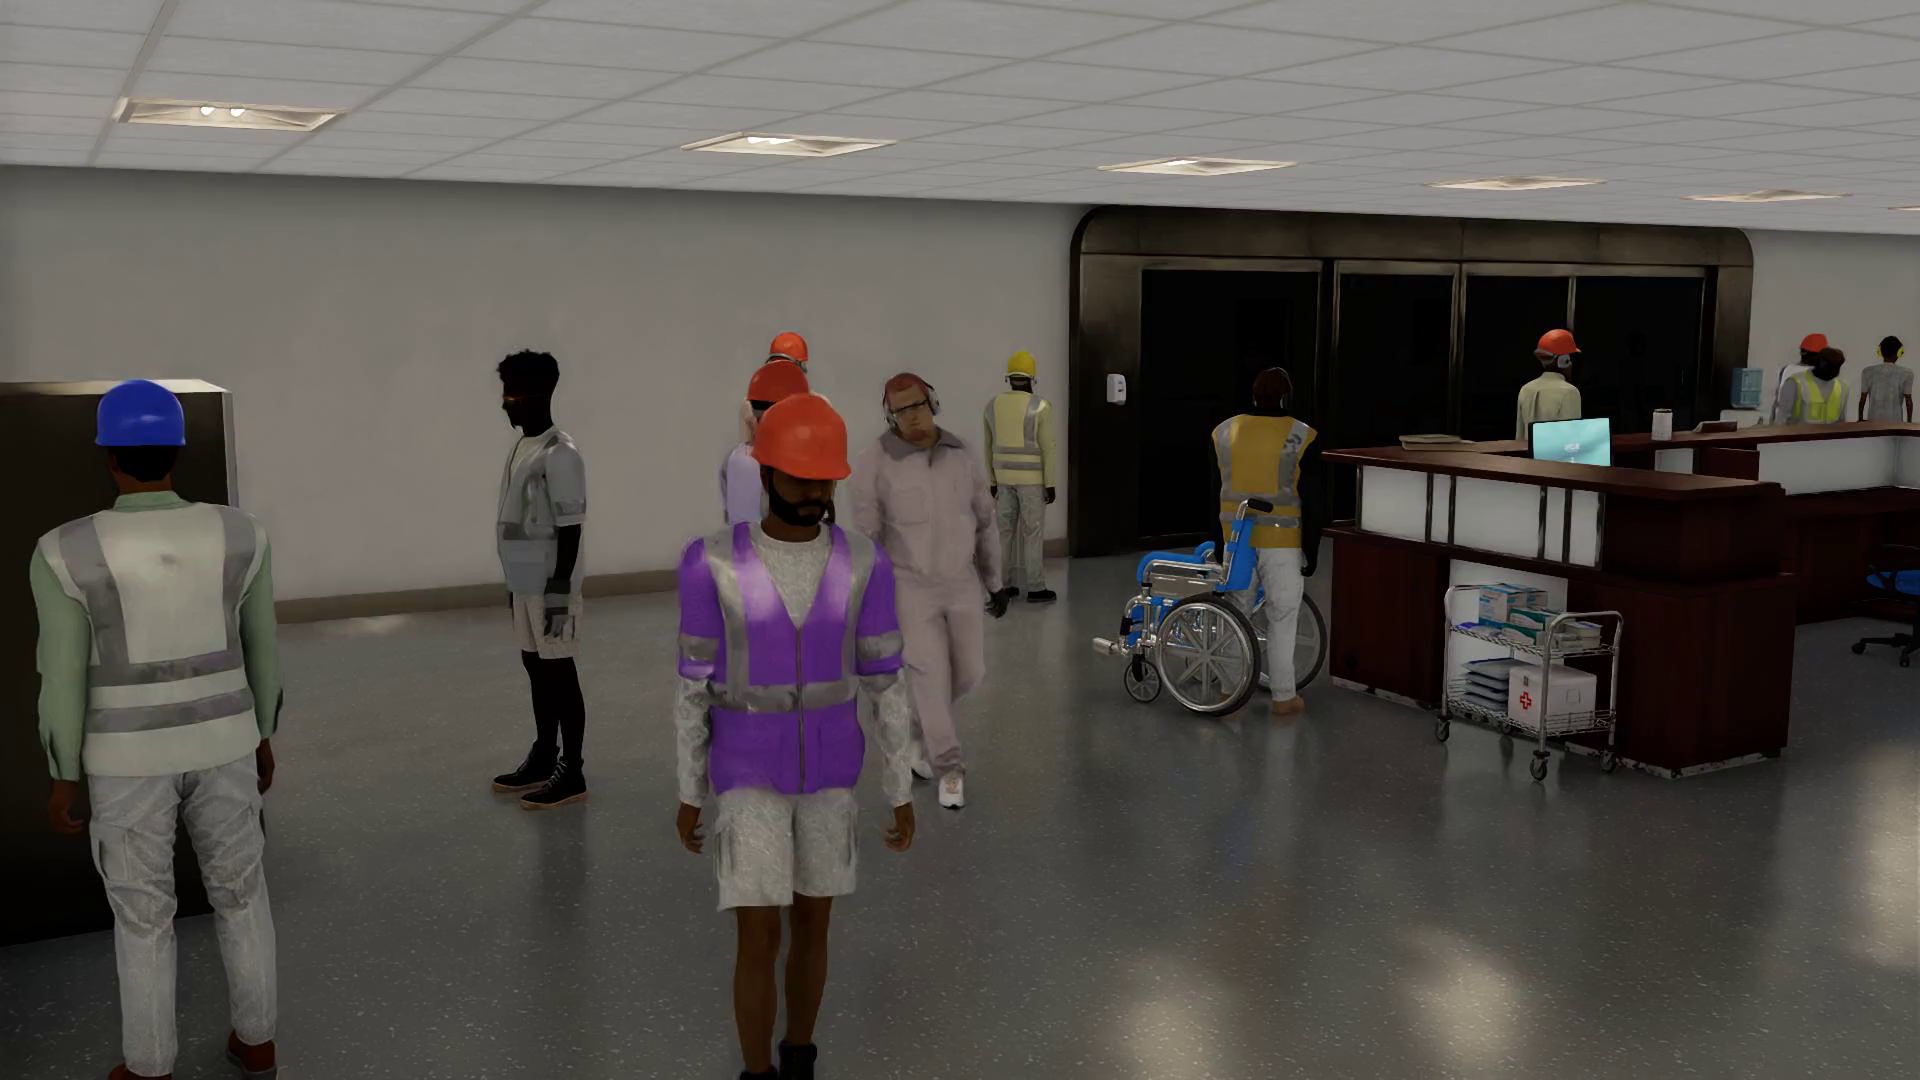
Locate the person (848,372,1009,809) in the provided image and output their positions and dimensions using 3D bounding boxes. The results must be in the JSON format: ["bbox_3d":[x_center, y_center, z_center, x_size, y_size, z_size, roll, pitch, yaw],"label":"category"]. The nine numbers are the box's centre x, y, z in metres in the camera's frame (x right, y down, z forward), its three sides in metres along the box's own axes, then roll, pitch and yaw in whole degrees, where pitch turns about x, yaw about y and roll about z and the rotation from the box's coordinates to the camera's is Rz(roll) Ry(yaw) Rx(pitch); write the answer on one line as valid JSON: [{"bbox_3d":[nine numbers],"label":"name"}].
[{"bbox_3d":[-0.137,0.204,7.248,0.704,1.867,0.622,-5,9,-31],"label":"person"}]

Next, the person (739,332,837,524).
[{"bbox_3d":[-1.047,-0.274,10.221,0.617,1.994,0.381,1,8,9],"label":"person"}]

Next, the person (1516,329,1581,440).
[{"bbox_3d":[4.131,-0.468,11.620,0.374,1.997,0.608,-3,8,-20],"label":"person"}]

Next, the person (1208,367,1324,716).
[{"bbox_3d":[1.614,0.009,8.771,0.625,1.838,0.430,5,9,30],"label":"person"}]

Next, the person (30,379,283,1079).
[{"bbox_3d":[-2.112,0.550,4.425,0.605,1.949,0.400,-7,10,-41],"label":"person"}]

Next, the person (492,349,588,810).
[{"bbox_3d":[-1.809,0.164,7.161,0.367,1.966,0.605,-5,10,-34],"label":"person"}]

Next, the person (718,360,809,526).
[{"bbox_3d":[-0.746,0.235,6.791,0.384,1.929,0.549,-7,10,-40],"label":"person"}]

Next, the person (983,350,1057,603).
[{"bbox_3d":[0.459,-0.457,12.121,0.594,1.837,0.404,5,9,34],"label":"person"}]

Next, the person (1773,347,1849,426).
[{"bbox_3d":[7.730,-0.871,15.240,0.699,1.806,0.691,0,8,-4],"label":"person"}]

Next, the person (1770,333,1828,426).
[{"bbox_3d":[8.353,-1.129,16.756,0.686,1.910,0.585,-2,8,-15],"label":"person"}]

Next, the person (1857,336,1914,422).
[{"bbox_3d":[9.600,-1.182,17.267,0.537,1.866,0.314,6,10,38],"label":"person"}]

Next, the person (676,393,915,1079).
[{"bbox_3d":[-0.379,0.606,4.094,0.580,1.922,0.602,-3,8,-20],"label":"person"}]
